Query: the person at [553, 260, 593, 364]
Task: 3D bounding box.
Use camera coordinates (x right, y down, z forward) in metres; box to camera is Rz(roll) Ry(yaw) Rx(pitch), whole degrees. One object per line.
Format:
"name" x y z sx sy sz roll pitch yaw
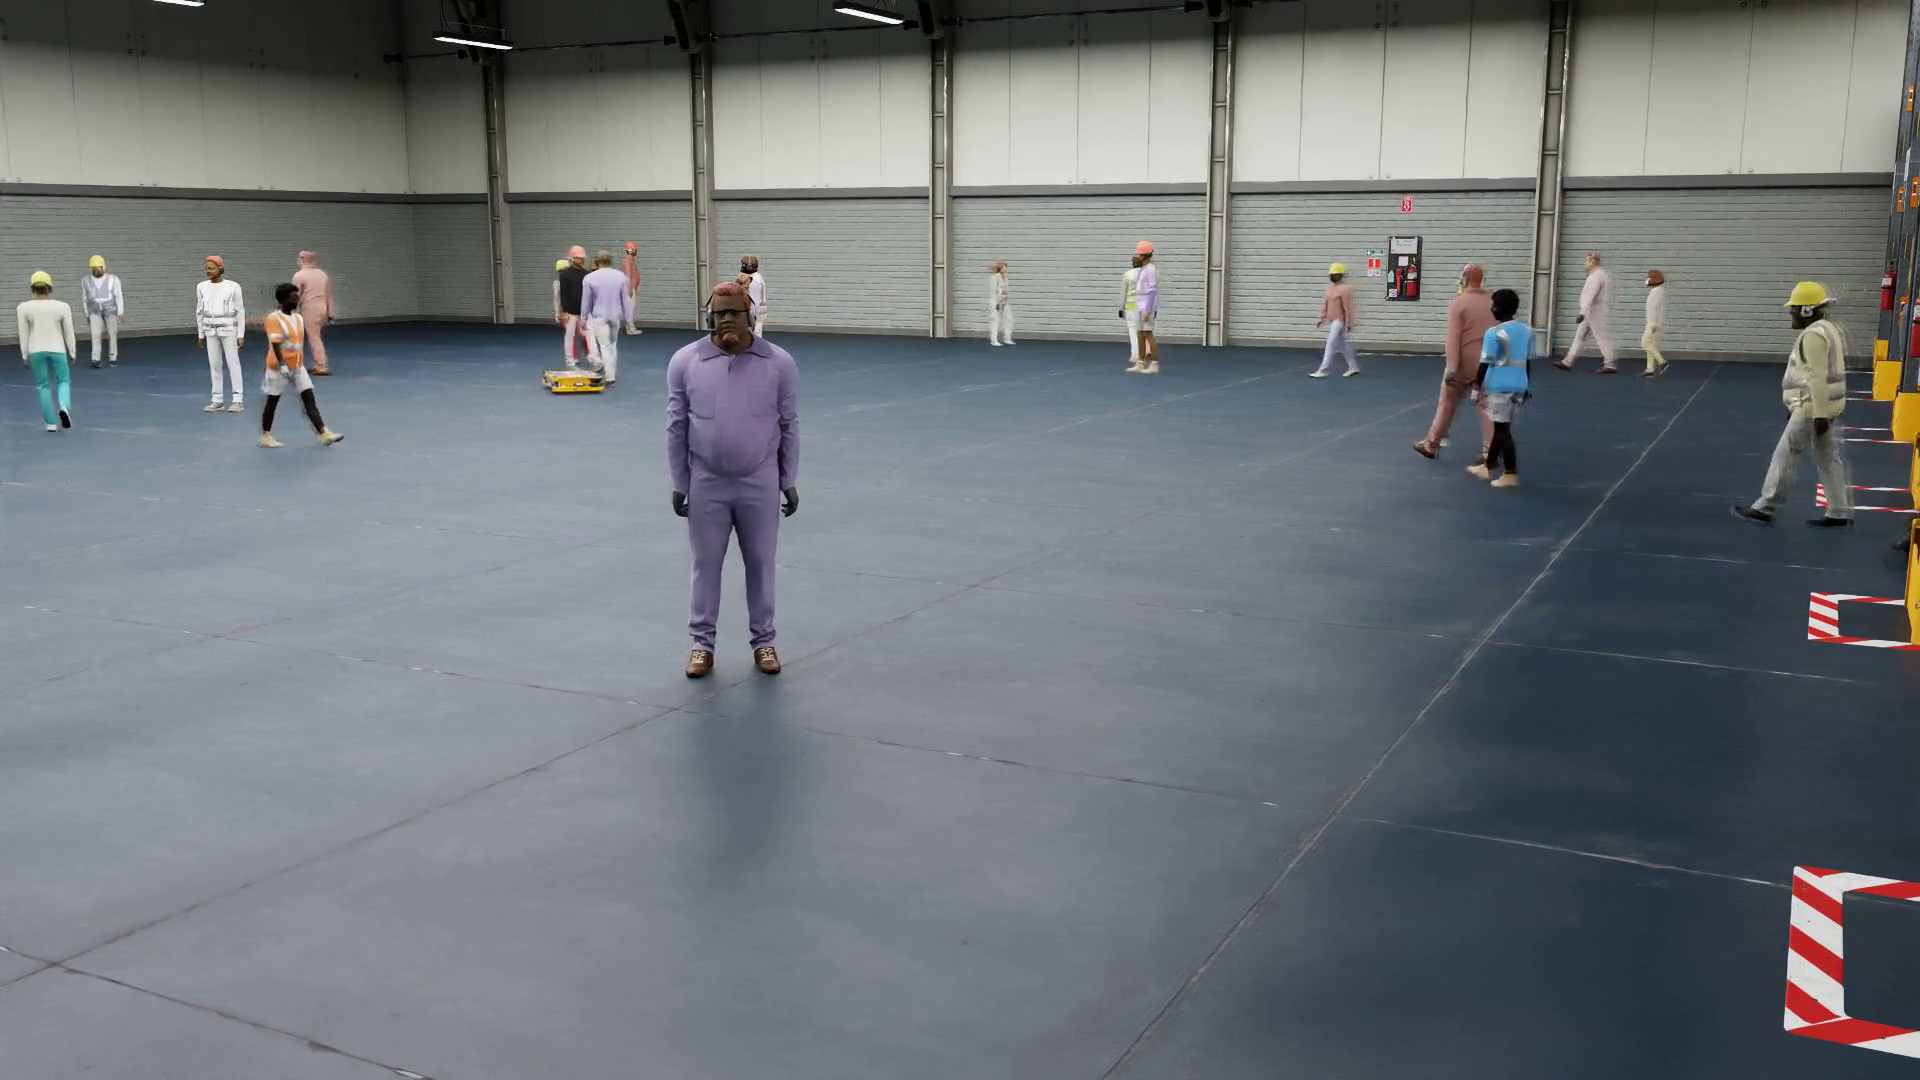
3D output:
"person" -6.393 -3.742 27.434 0.618 1.726 0.360 1 10 4

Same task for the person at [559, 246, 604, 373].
"person" -5.840 -3.544 25.695 0.653 1.946 0.979 -10 14 -43

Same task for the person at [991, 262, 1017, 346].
"person" 0.847 -4.533 31.976 0.610 1.617 0.548 6 12 31

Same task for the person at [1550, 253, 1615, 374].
"person" 9.722 -3.506 25.762 0.994 1.856 0.666 3 11 17

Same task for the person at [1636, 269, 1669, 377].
"person" 10.382 -3.238 24.921 0.378 1.619 0.533 3 11 18

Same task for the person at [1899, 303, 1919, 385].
"person" 11.076 -2.191 19.190 0.266 1.631 0.507 -4 11 -21

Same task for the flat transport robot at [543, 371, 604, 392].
"flat transport robot" -5.344 -2.197 22.942 0.652 0.197 1.431 -4 11 -20

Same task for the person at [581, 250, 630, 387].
"person" -5.059 -3.132 23.554 0.662 1.910 0.832 -6 12 -31

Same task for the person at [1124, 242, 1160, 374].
"person" 2.844 -3.564 25.646 0.530 2.034 0.640 -2 11 -9

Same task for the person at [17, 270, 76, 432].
"person" -9.847 -2.025 17.956 0.533 1.753 0.479 -5 12 -27

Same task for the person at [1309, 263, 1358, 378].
"person" 5.668 -3.294 24.985 0.920 1.721 0.526 -3 11 -17

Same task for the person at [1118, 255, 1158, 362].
"person" 2.985 -3.889 27.925 0.630 1.823 0.439 -4 11 -20

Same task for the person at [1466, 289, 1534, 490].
"person" 4.511 -1.281 14.081 0.553 1.672 0.685 -7 13 -35

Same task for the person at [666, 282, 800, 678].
"person" -1.089 -0.284 8.049 0.642 1.909 0.399 -2 11 -8

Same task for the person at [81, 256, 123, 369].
"person" -13.748 -3.644 26.663 0.610 1.786 0.895 -3 11 -17

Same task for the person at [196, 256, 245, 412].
"person" -8.934 -2.484 20.106 0.584 1.882 0.337 1 10 7

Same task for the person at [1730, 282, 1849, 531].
"person" 6.084 -0.963 12.067 0.855 1.791 0.651 8 13 36

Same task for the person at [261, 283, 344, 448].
"person" -6.651 -1.722 16.585 0.874 1.651 0.551 3 11 18

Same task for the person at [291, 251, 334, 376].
"person" -9.959 -3.444 25.360 0.803 1.875 0.661 4 11 19

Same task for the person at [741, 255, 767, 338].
"person" -2.974 -3.129 23.737 0.430 1.845 0.620 -1 10 -5

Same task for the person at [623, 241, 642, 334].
"person" -7.101 -5.452 35.979 0.373 1.997 0.619 -1 10 -5

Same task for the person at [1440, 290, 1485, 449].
"person" 5.096 -1.750 16.605 0.497 1.720 0.771 -5 11 -24

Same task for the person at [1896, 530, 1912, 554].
"person" 6.553 -0.724 10.503 0.996 1.898 0.558 7 12 33

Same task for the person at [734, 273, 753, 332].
"person" -2.883 -2.707 21.989 0.312 1.639 0.512 2 11 12

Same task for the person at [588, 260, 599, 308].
"person" -7.638 -5.054 34.868 0.511 1.620 0.621 -9 14 -41

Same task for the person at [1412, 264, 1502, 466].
"person" 4.734 -1.640 15.585 0.678 1.853 0.997 -4 11 -23
